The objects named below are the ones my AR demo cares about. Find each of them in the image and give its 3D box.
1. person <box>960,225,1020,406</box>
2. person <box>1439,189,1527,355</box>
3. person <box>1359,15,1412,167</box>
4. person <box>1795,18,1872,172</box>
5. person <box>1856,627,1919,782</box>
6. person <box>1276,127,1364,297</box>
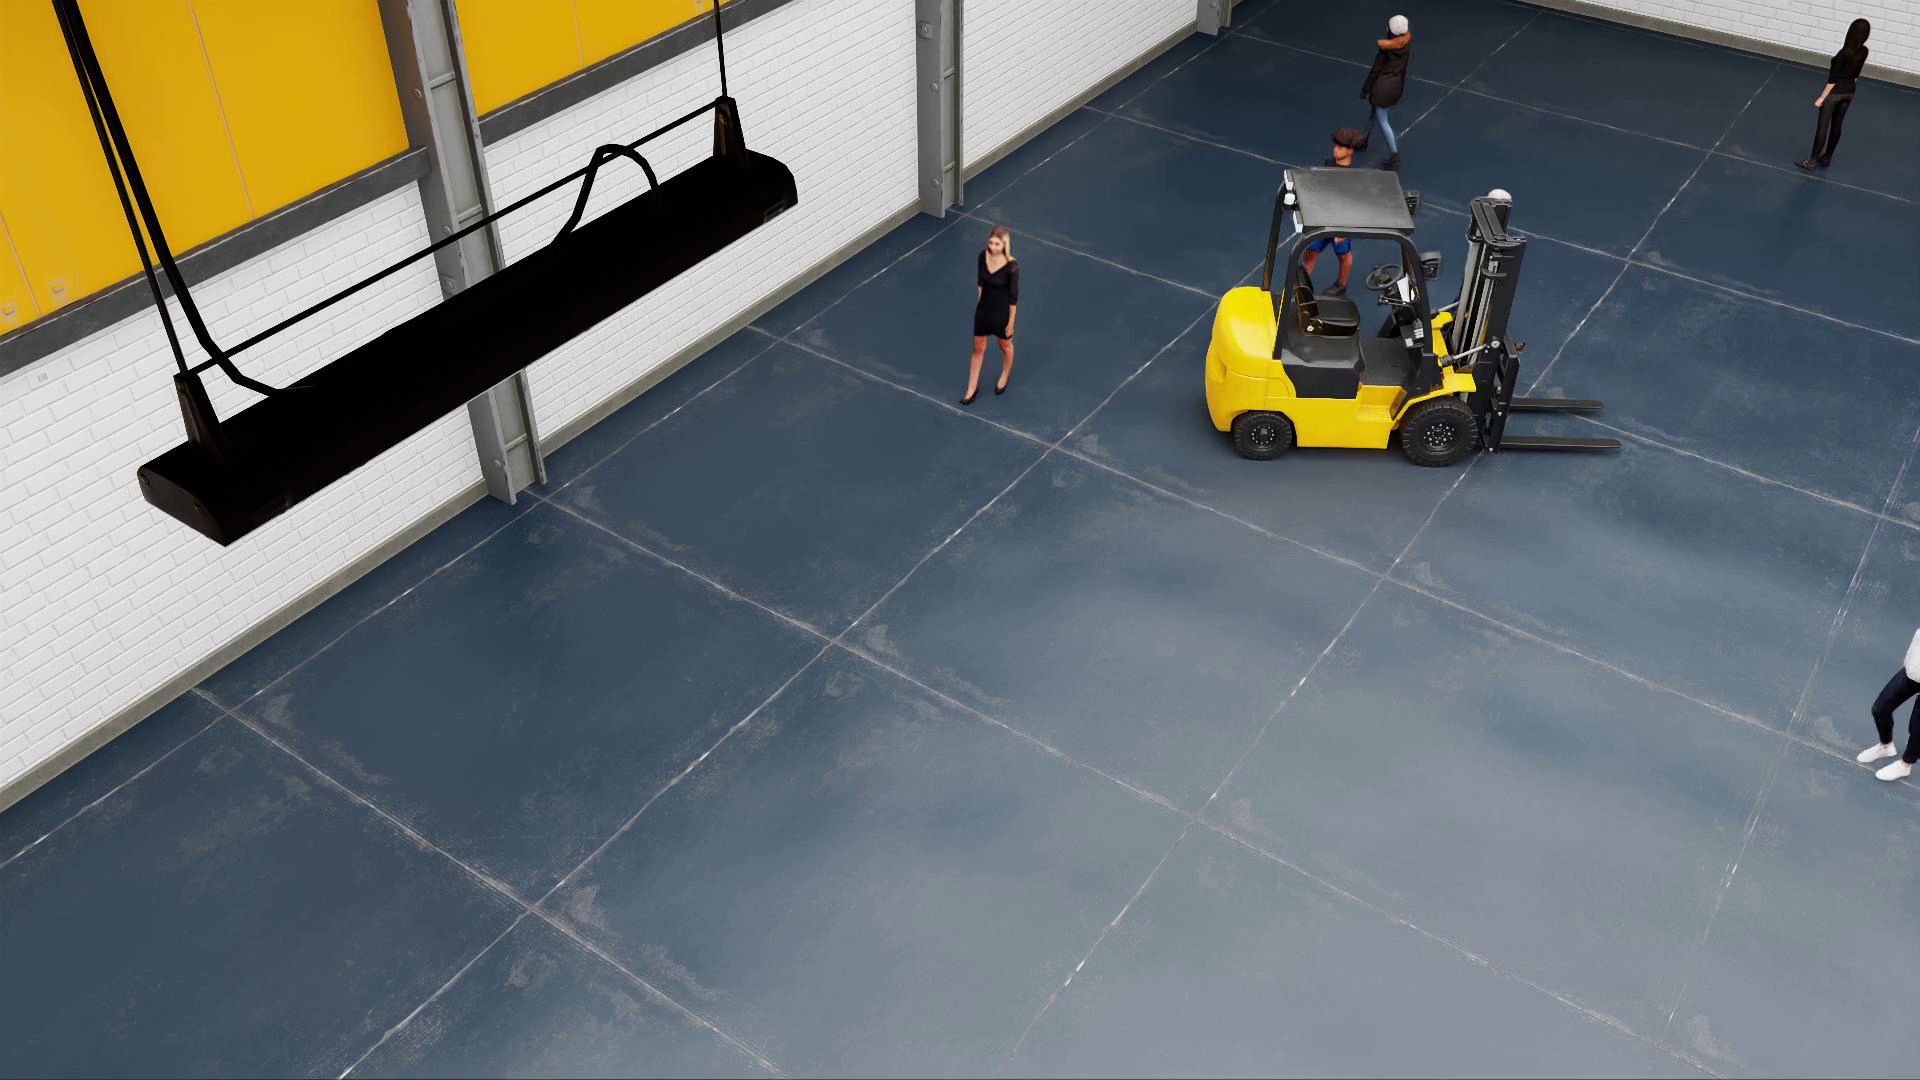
[{"bbox_3d":[0.357,-1.966,14.245,0.599,1.657,0.829,22,44,26],"label":"person"},{"bbox_3d":[4.545,-2.367,14.792,0.964,1.601,1.094,5,39,6],"label":"person"},{"bbox_3d":[4.600,-4.781,17.816,1.024,1.599,0.840,-28,46,-30],"label":"person"},{"bbox_3d":[9.380,-4.752,17.746,0.612,1.642,0.713,-14,41,-16],"label":"person"},{"bbox_3d":[6.276,0.889,10.646,0.781,1.688,0.735,-10,40,-13],"label":"person"},{"bbox_3d":[3.555,-3.001,15.459,1.168,1.760,0.880,-24,45,-27],"label":"person"}]
